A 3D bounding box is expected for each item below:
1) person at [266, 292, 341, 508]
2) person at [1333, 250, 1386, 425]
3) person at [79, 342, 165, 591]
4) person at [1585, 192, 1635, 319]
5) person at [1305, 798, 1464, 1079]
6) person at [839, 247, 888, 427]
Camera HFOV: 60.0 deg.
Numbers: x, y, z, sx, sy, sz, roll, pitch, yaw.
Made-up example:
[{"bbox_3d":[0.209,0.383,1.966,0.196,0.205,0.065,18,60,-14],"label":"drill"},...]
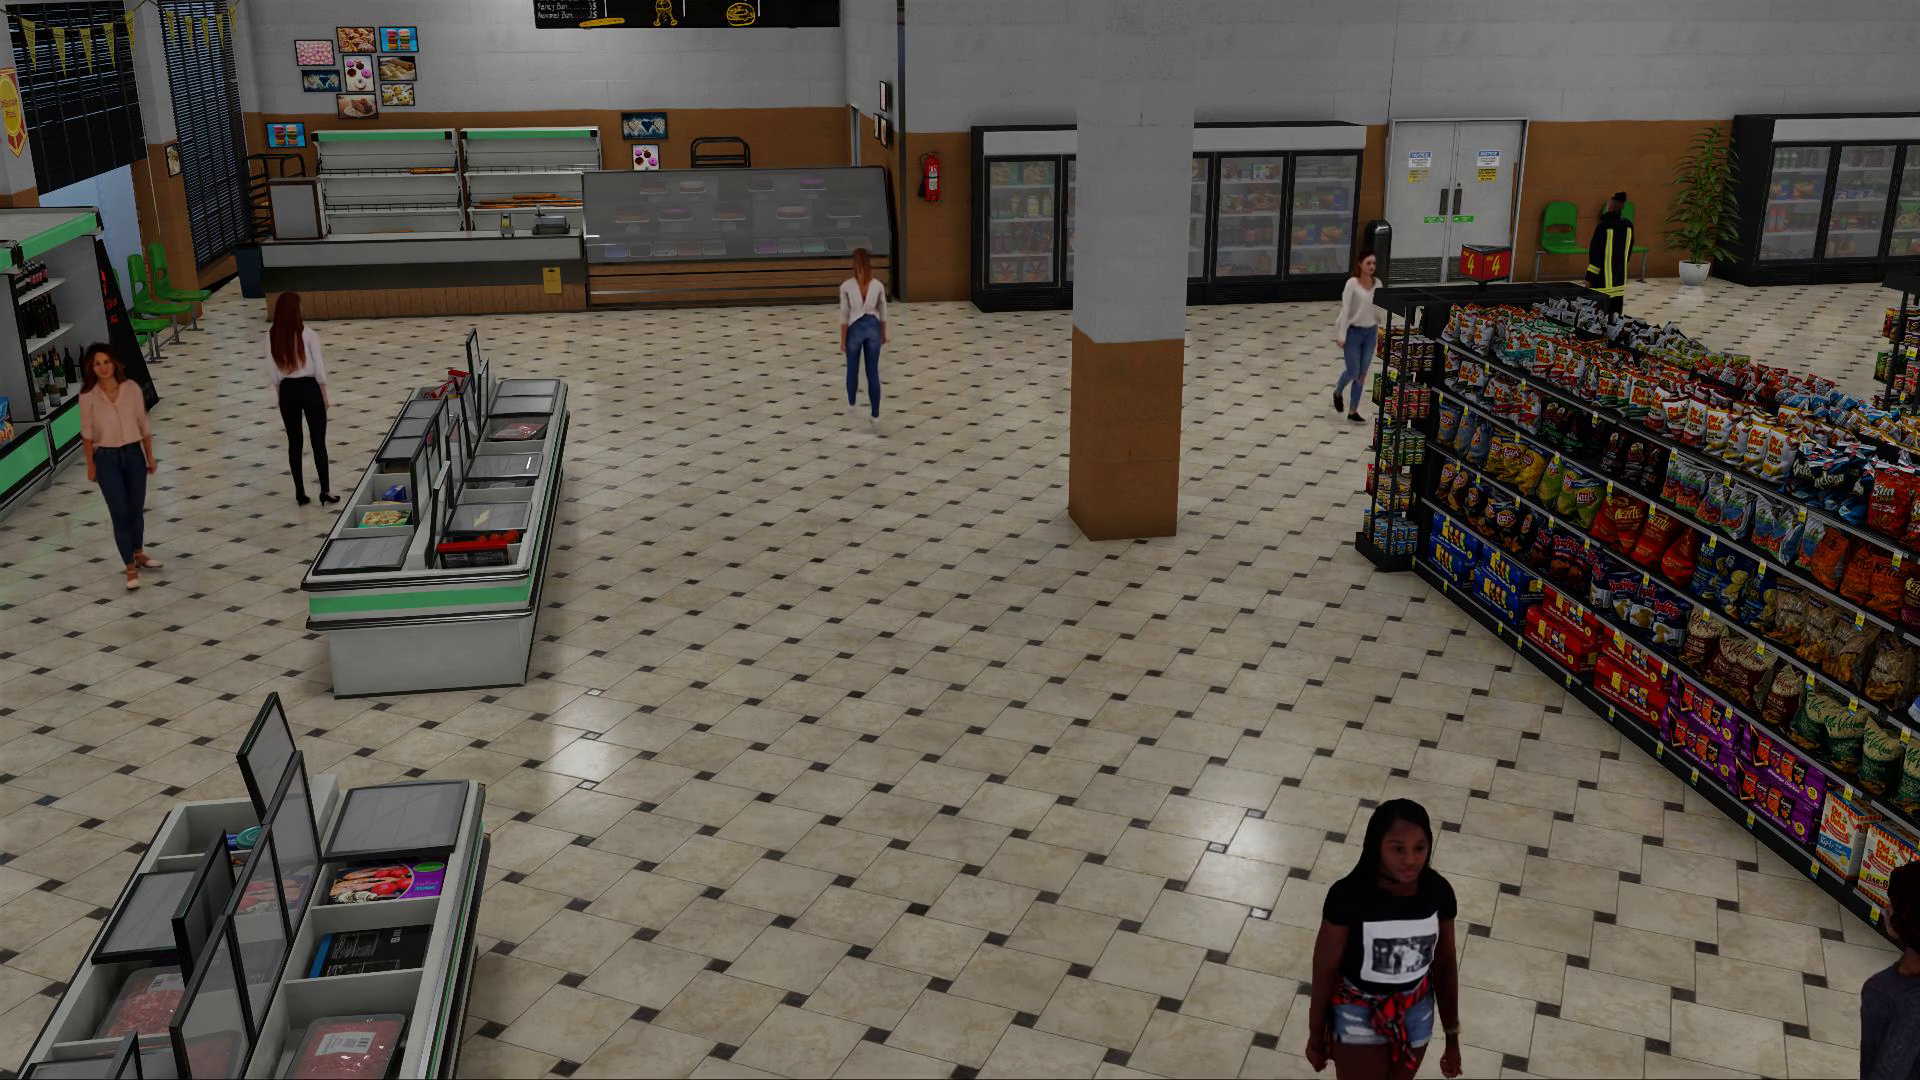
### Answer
[{"bbox_3d":[-5.349,-1.136,13.503,0.637,1.760,0.561,1,19,2],"label":"person"},{"bbox_3d":[3.815,-1.967,16.088,0.704,1.682,0.771,-7,20,-20],"label":"person"},{"bbox_3d":[-5.963,-0.560,11.796,0.829,1.759,0.952,-17,25,-41],"label":"person"},{"bbox_3d":[7.424,-3.063,19.062,0.820,1.859,0.785,-8,20,-24],"label":"person"},{"bbox_3d":[1.337,1.586,5.506,0.641,1.711,0.659,-5,19,-16],"label":"person"},{"bbox_3d":[-0.901,-1.894,15.897,0.683,1.667,1.156,-4,19,-13],"label":"person"}]
